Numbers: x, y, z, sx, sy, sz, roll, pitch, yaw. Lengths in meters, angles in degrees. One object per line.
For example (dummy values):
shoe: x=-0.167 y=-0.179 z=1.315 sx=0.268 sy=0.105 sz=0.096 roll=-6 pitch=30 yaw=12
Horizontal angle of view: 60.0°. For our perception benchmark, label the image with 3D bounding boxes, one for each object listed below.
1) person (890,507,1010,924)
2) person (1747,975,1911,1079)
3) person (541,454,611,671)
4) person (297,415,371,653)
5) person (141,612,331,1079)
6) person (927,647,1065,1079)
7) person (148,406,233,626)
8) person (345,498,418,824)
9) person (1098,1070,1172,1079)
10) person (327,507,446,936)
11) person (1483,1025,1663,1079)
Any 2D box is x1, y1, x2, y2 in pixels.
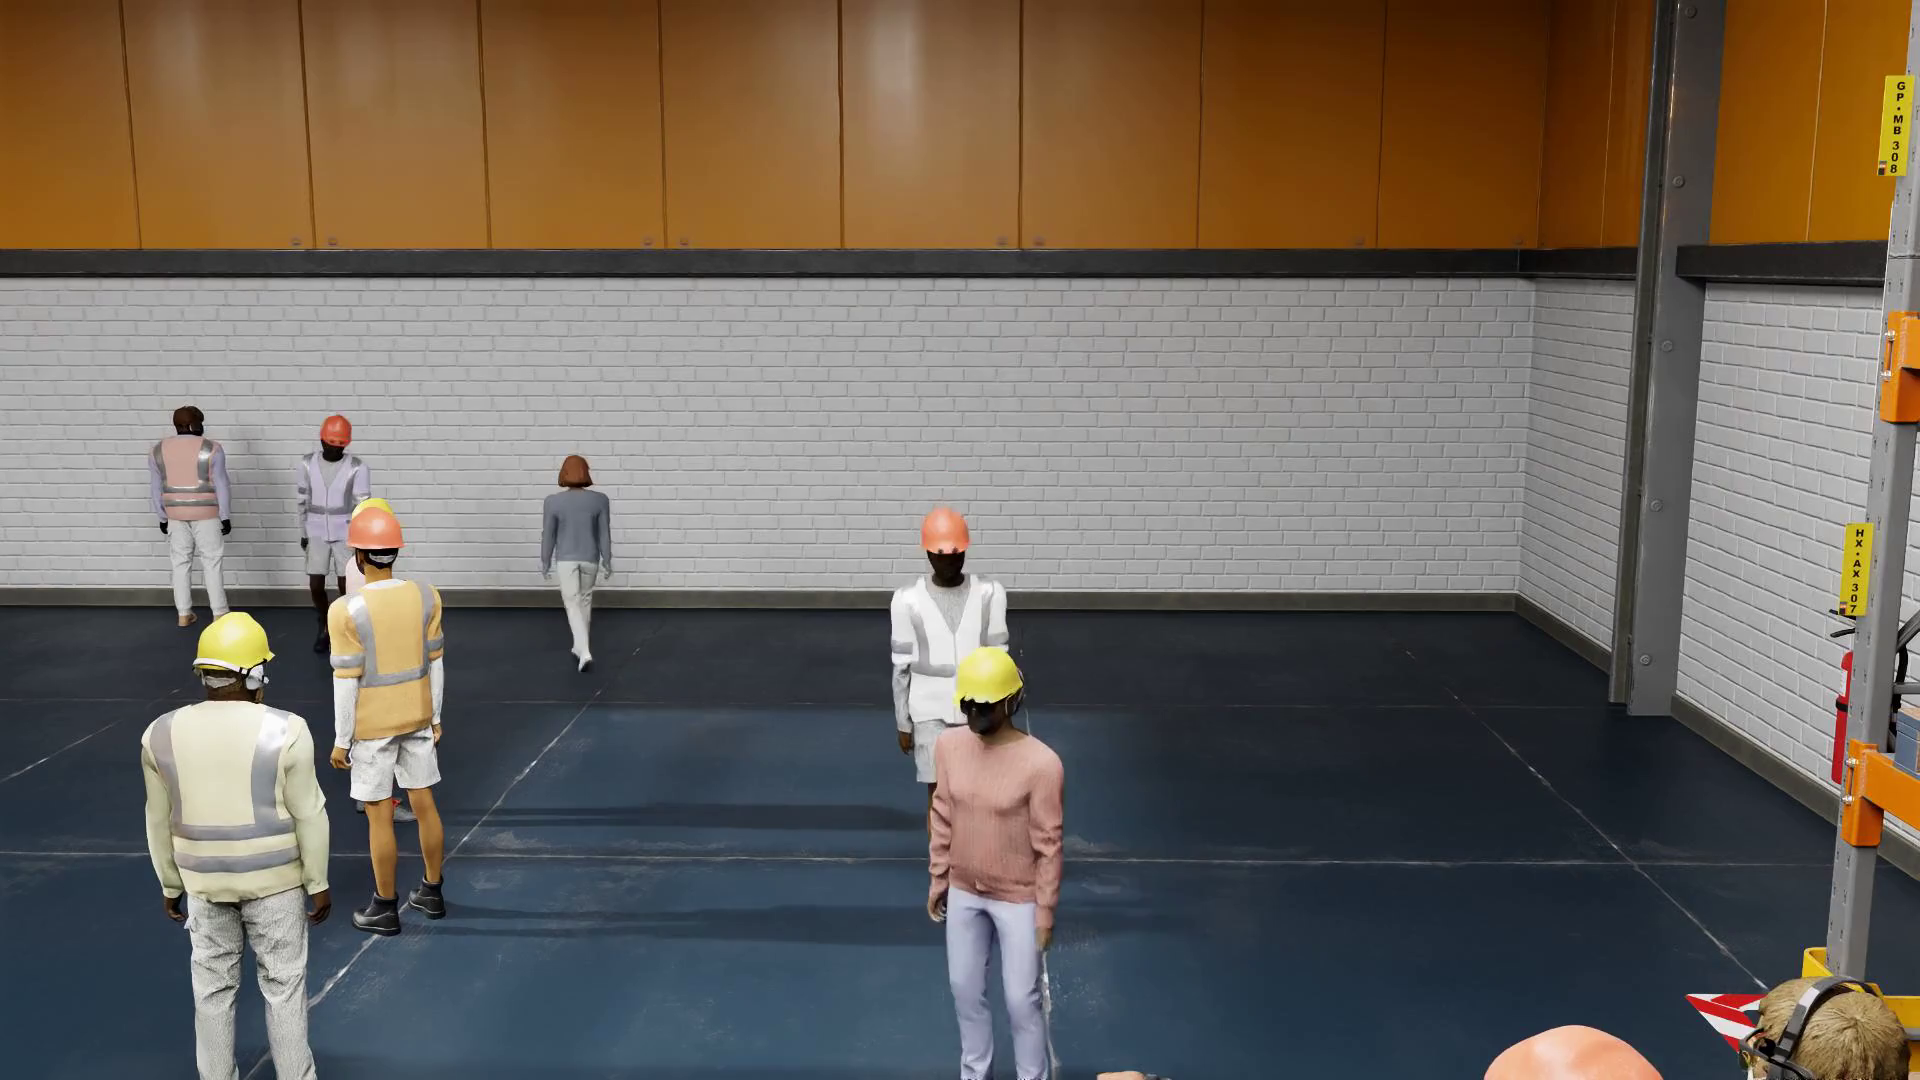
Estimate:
person: x=-0.049 y=0.778 z=7.774 sx=0.562 sy=1.924 sz=0.651 roll=-1 pitch=10 yaw=-8
person: x=1.372 y=1.633 z=2.666 sx=0.644 sy=1.927 sz=0.391 roll=-6 pitch=11 yaw=-31
person: x=-2.857 y=0.158 z=12.444 sx=0.508 sy=1.597 sz=0.810 roll=-5 pitch=11 yaw=-26
person: x=-4.773 y=-0.024 z=12.694 sx=0.586 sy=1.882 sz=0.597 roll=-1 pitch=10 yaw=-6
person: x=-2.476 y=1.156 z=5.773 sx=0.601 sy=1.830 sz=0.403 roll=0 pitch=9 yaw=0
person: x=0.114 y=1.216 z=5.658 sx=0.533 sy=1.754 sz=0.376 roll=6 pitch=11 yaw=34
person: x=-6.375 y=-0.196 z=13.852 sx=0.624 sy=1.841 sz=0.430 roll=0 pitch=9 yaw=-2
person: x=-3.139 y=0.651 z=8.998 sx=0.314 sy=1.768 sz=0.526 roll=-7 pitch=12 yaw=-38
person: x=0.331 y=1.721 z=2.965 sx=0.308 sy=1.640 sz=0.511 roll=3 pitch=10 yaw=16
person: x=-2.588 y=0.813 z=7.507 sx=0.361 sy=1.939 sz=0.543 roll=8 pitch=12 yaw=40
person: x=0.796 y=1.633 z=2.279 sx=0.377 sy=2.045 sz=0.605 roll=-7 pitch=12 yaw=-37
